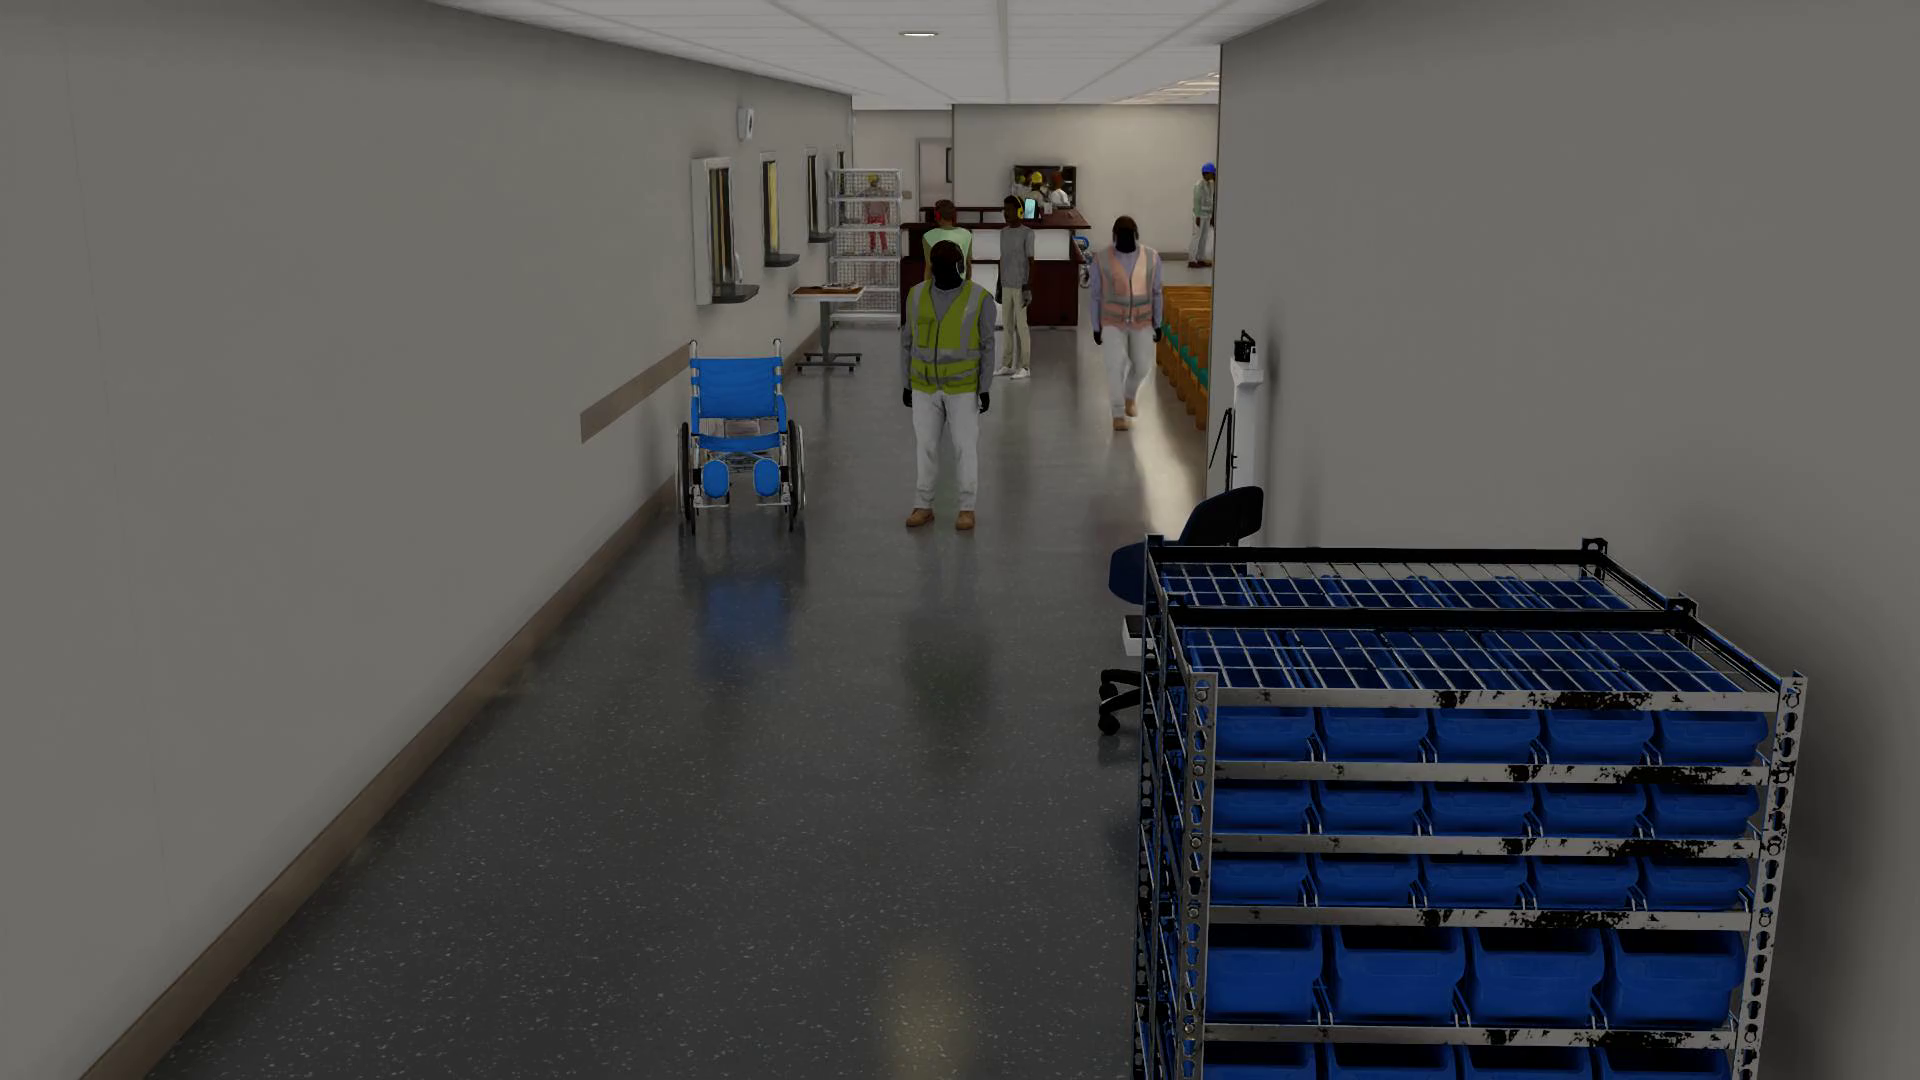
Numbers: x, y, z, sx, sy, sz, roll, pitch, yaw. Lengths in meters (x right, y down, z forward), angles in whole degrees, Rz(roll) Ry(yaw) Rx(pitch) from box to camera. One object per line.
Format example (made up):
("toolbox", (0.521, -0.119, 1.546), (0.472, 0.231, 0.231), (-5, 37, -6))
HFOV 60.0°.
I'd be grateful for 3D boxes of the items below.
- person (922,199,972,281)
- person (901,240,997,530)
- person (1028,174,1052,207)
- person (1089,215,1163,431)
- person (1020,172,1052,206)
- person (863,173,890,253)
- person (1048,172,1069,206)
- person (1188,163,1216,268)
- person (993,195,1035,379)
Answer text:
("person", (-0.122, -2.492, 16.750), (0.566, 1.841, 0.381), (-9, 16, -32))
("person", (-0.089, -0.983, 10.628), (0.621, 1.845, 0.429), (4, 14, 16))
("person", (1.335, -5.412, 28.703), (0.611, 1.807, 0.800), (-13, 19, -42))
("person", (1.413, -1.862, 14.237), (0.637, 1.820, 0.528), (-1, 14, -5))
("person", (1.309, -5.422, 28.688), (0.598, 1.824, 0.403), (0, 14, 0))
("person", (-1.627, -6.394, 32.818), (0.528, 1.729, 0.675), (3, 14, 11))
("person", (1.615, -5.000, 26.892), (0.471, 1.862, 0.606), (5, 15, 20))
("person", (4.539, -6.021, 30.903), (0.436, 1.935, 0.621), (10, 17, 36))
("person", (0.549, -2.593, 17.107), (0.328, 1.872, 0.514), (-13, 19, -42))
